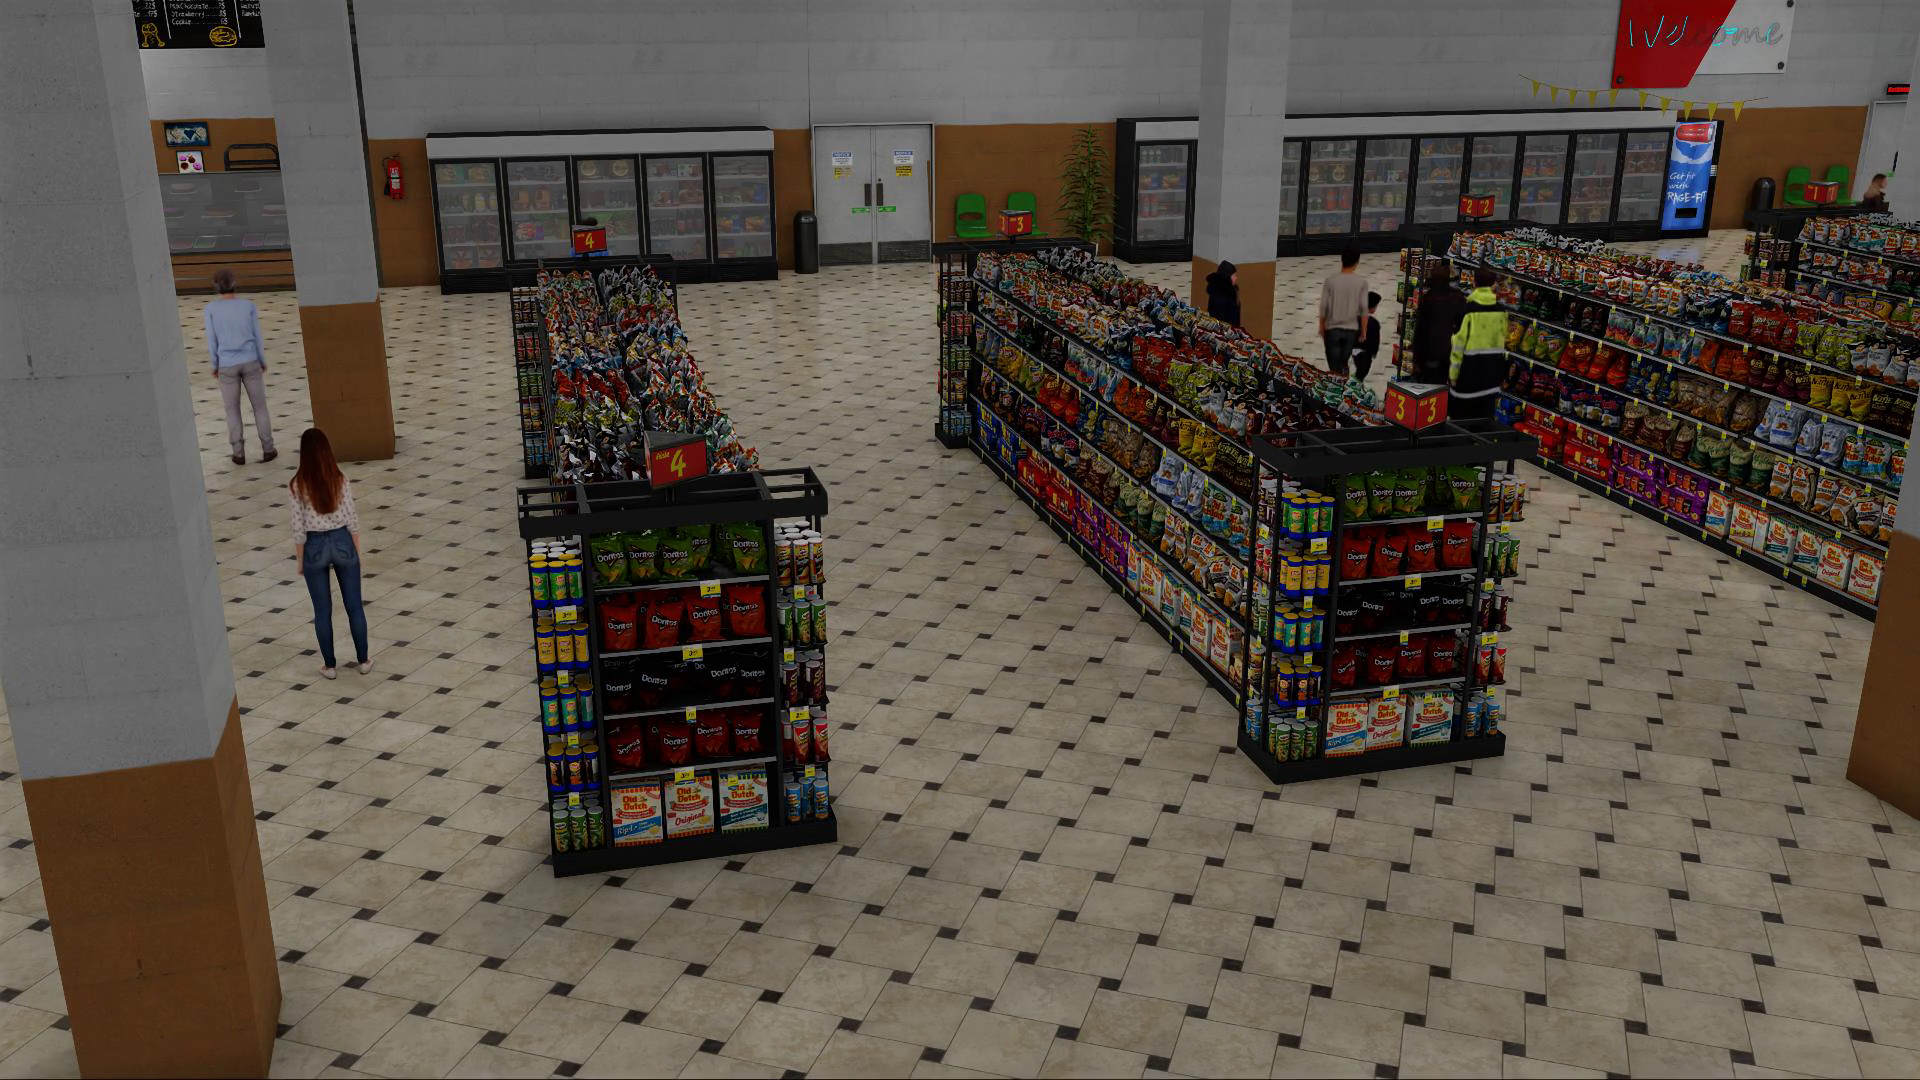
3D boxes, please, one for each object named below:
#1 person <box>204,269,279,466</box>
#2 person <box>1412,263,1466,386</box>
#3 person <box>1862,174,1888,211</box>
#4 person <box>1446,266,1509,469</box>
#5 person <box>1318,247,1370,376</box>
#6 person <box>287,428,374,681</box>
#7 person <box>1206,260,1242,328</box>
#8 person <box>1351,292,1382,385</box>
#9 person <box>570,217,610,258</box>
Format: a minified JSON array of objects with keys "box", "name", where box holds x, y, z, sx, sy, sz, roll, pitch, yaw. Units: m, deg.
[{"box":[-6.983,-1.684,16.105,0.706,1.892,0.621,-9,21,-24],"name":"person"},{"box":[4.860,-1.839,16.751,0.885,1.773,1.262,-2,19,-6],"name":"person"},{"box":[13.839,-4.745,25.558,0.994,1.651,1.127,3,19,9],"name":"person"},{"box":[4.887,-1.561,15.635,0.819,1.959,0.978,-7,20,-19],"name":"person"},{"box":[4.128,-2.211,17.825,0.702,1.792,0.736,0,19,-1],"name":"person"},{"box":[-4.211,0.088,11.107,0.602,1.728,0.546,-8,20,-22],"name":"person"},{"box":[2.796,-2.170,17.886,0.841,1.676,0.746,5,19,14],"name":"person"},{"box":[4.470,-2.141,18.527,0.811,1.209,0.799,17,25,41],"name":"person"},{"box":[-4.341,-2.890,19.727,0.729,1.862,0.727,4,19,12],"name":"person"}]
